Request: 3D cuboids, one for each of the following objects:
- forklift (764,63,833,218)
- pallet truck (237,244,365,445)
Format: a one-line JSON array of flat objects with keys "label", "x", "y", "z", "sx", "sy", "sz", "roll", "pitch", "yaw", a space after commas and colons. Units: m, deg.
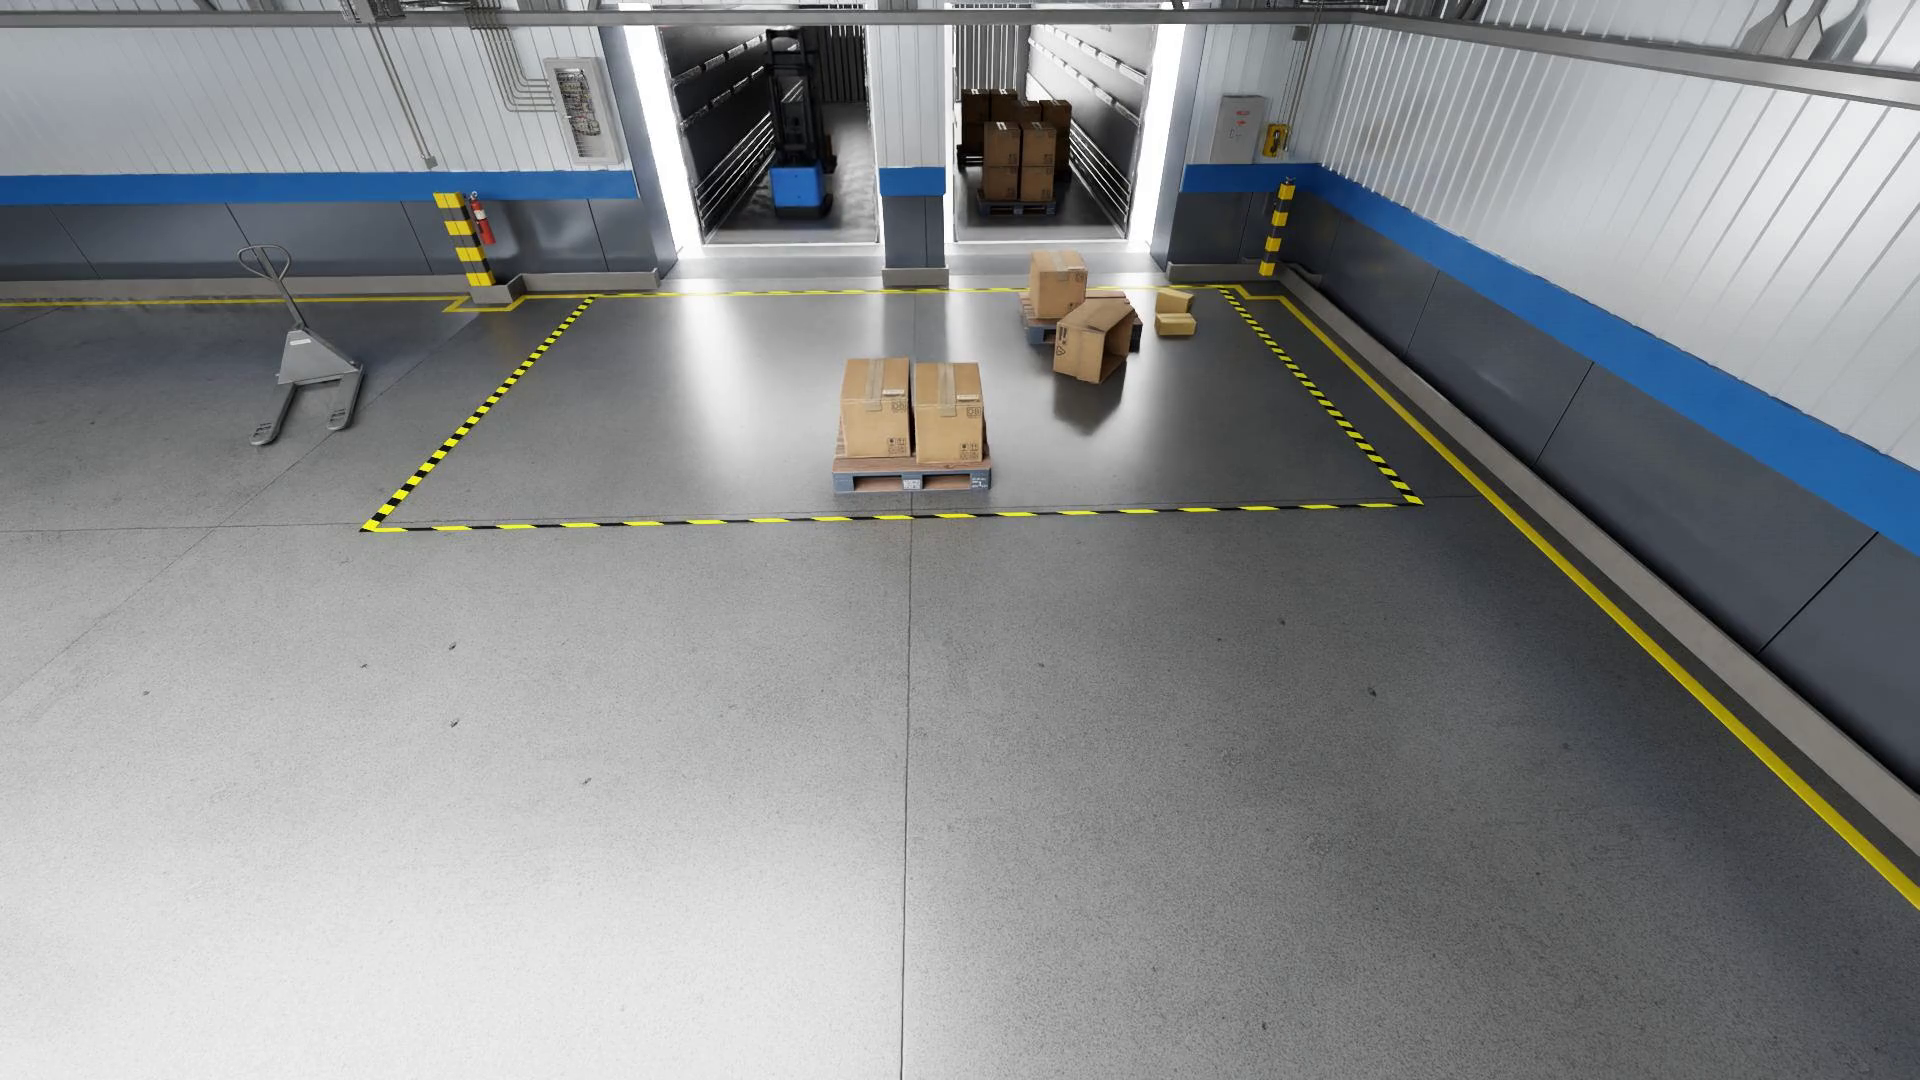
[{"label": "forklift", "x": -2.513, "y": -6.014, "z": 11.115, "sx": 0.716, "sy": 2.013, "sz": 0.776, "roll": -1, "pitch": 38, "yaw": -1}, {"label": "pallet truck", "x": -5.915, "y": -1.733, "z": 6.366, "sx": 0.680, "sy": 1.201, "sz": 1.601, "roll": -18, "pitch": 42, "yaw": -21}]
